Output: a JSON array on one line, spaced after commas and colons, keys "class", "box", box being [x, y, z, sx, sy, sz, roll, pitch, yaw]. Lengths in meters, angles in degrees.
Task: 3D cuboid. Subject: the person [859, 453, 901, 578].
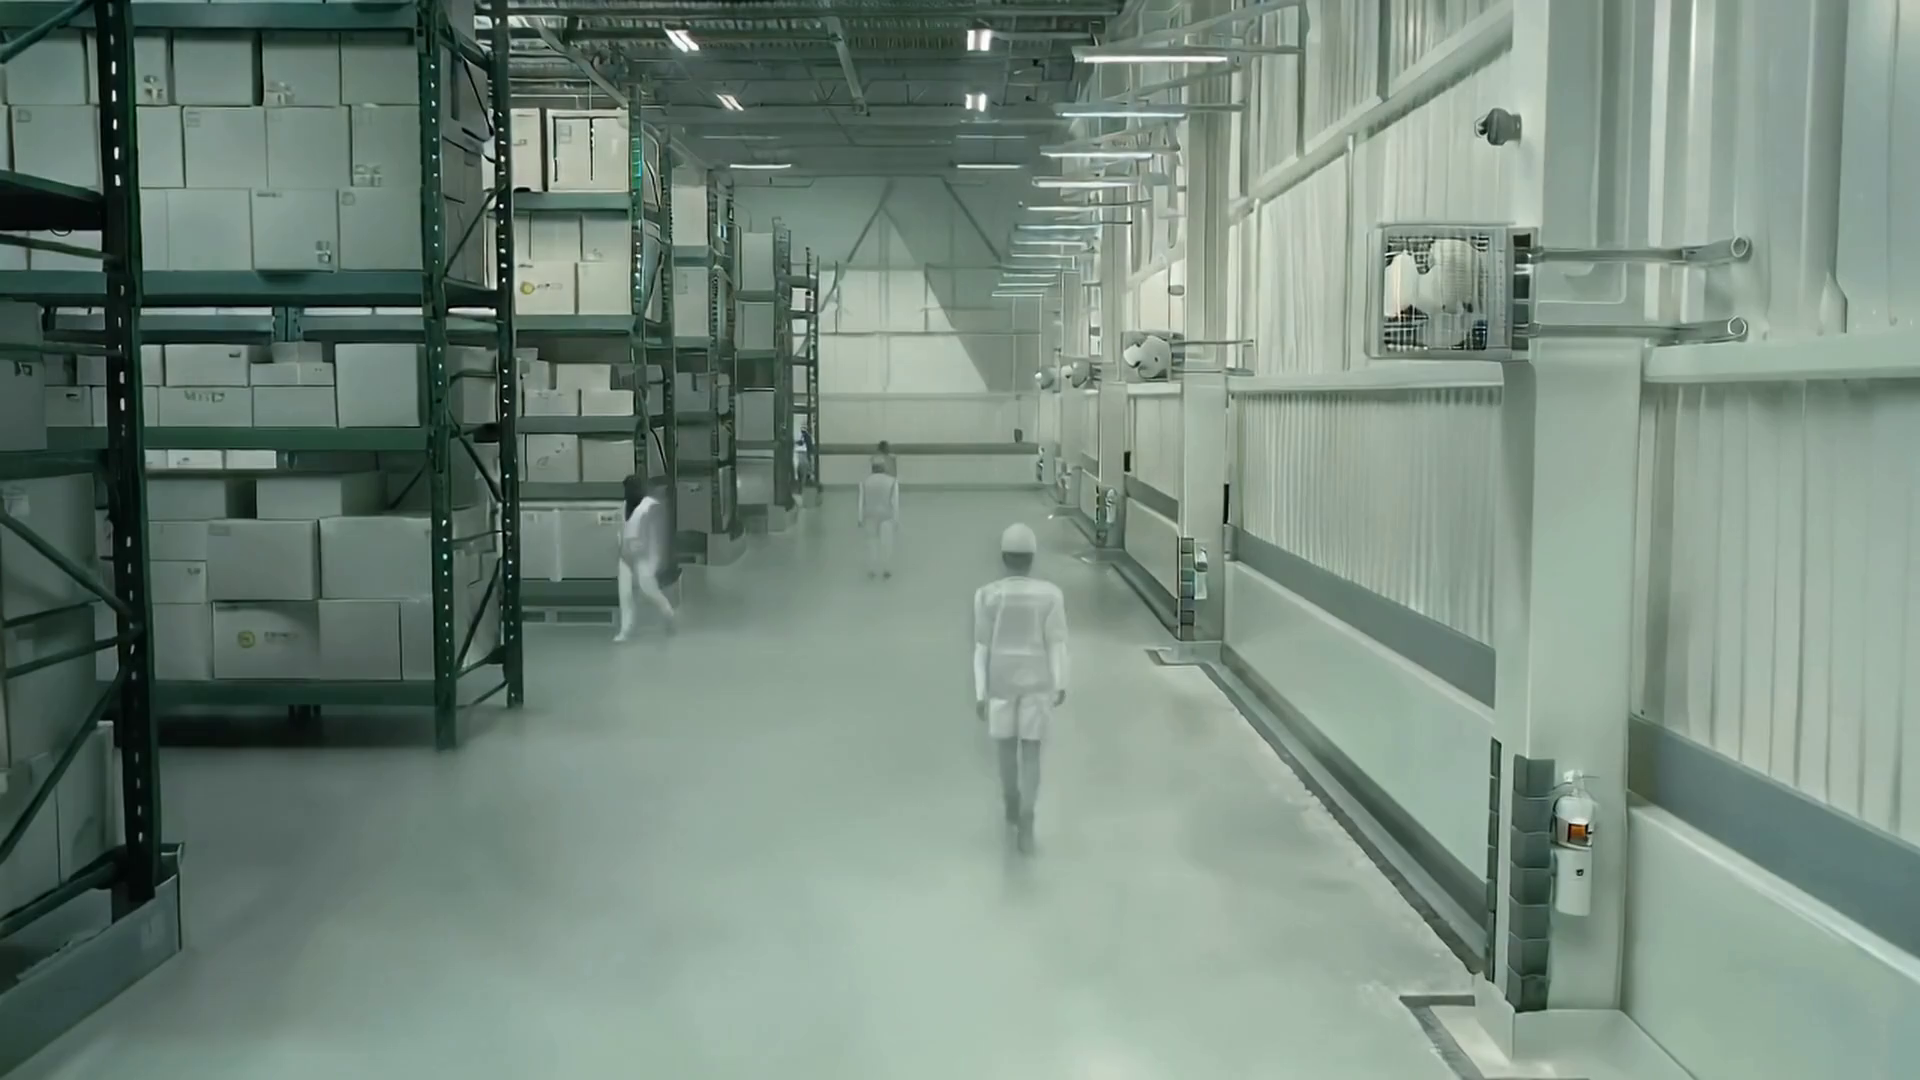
[{"class": "person", "box": [-1.160, -0.346, 24.067, 0.600, 1.831, 0.404, -1, 5, -8]}]

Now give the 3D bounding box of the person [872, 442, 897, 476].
[{"class": "person", "box": [-1.731, -1.436, 37.968, 0.549, 1.597, 0.814, 0, 5, 6]}]

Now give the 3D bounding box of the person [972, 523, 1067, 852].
[{"class": "person", "box": [0.353, 0.845, 9.855, 0.549, 1.884, 1.043, 1, 5, 7]}]

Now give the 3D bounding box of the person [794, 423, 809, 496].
[{"class": "person", "box": [-4.166, -2.138, 44.234, 0.348, 1.942, 0.548, 4, 6, 35]}]

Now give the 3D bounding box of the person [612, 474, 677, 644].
[{"class": "person", "box": [-3.397, 0.190, 17.824, 0.634, 1.818, 0.722, 3, 6, 32]}]
